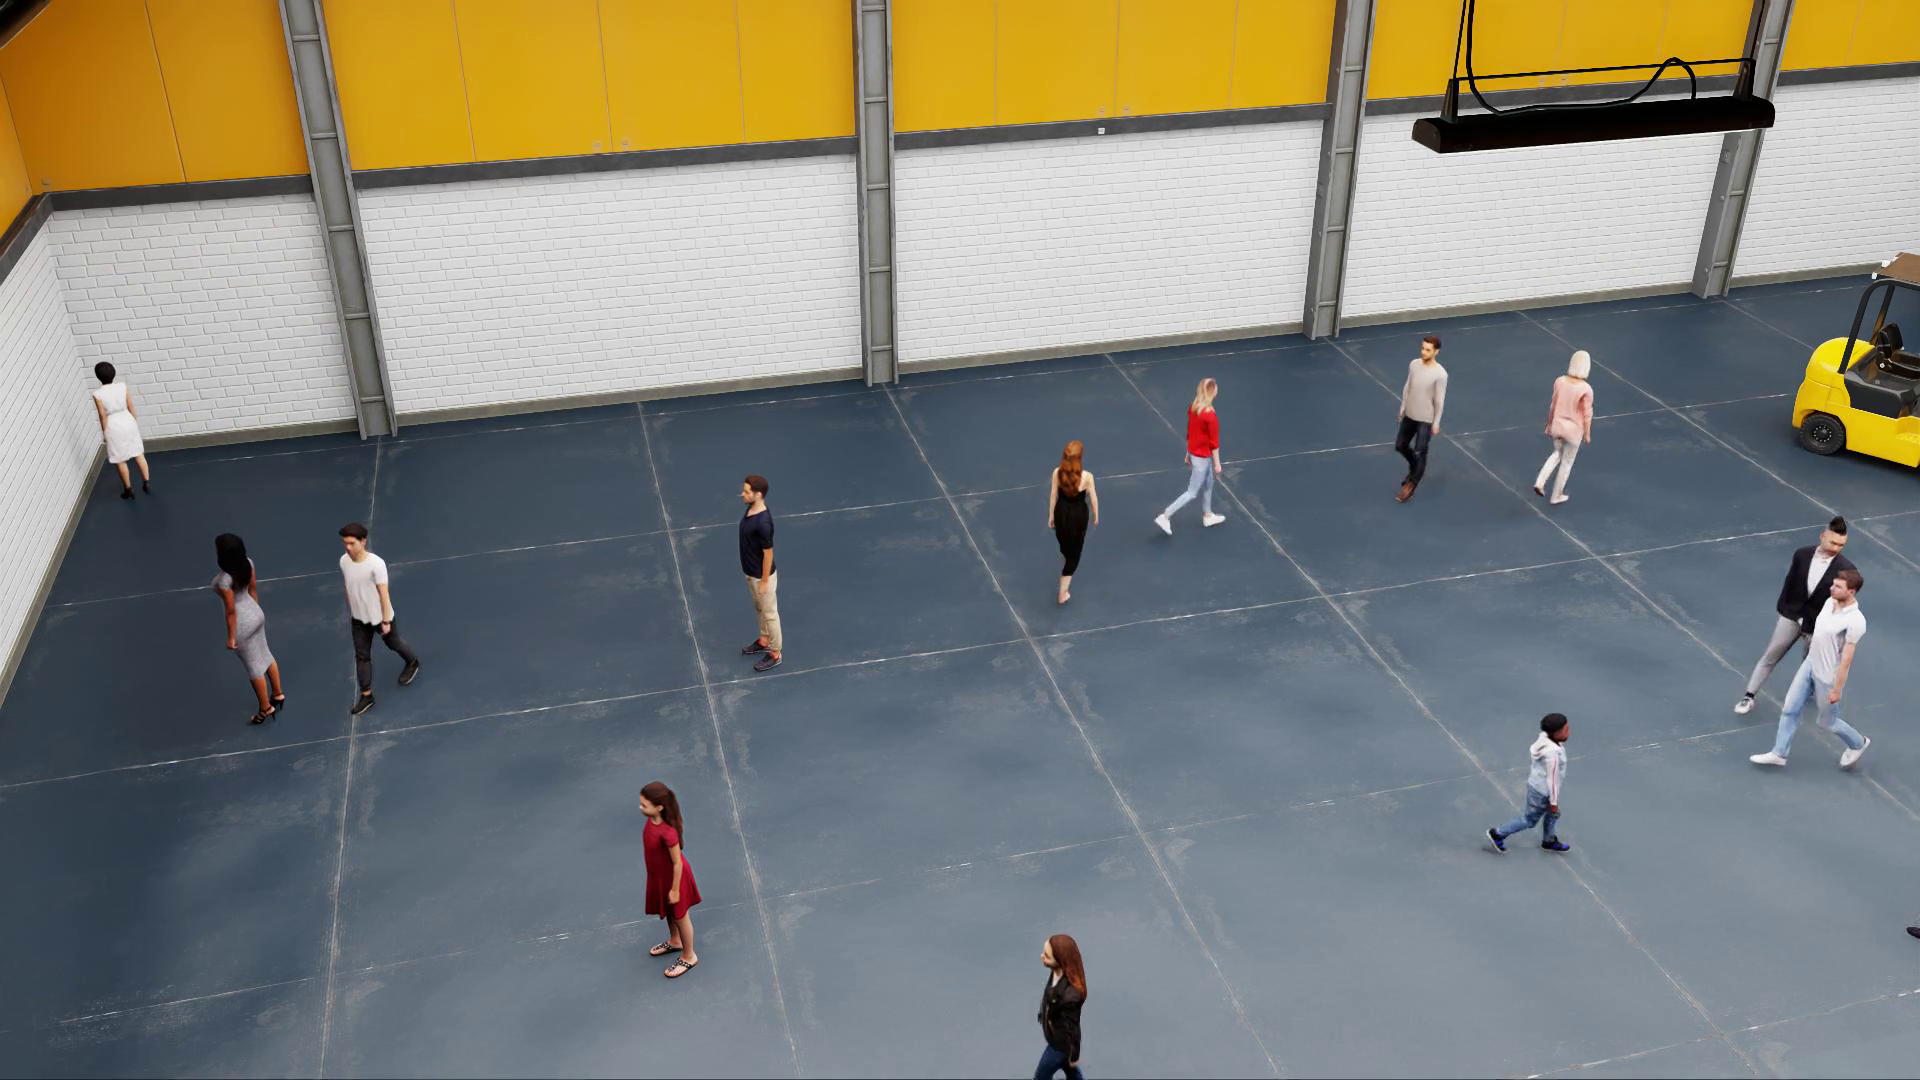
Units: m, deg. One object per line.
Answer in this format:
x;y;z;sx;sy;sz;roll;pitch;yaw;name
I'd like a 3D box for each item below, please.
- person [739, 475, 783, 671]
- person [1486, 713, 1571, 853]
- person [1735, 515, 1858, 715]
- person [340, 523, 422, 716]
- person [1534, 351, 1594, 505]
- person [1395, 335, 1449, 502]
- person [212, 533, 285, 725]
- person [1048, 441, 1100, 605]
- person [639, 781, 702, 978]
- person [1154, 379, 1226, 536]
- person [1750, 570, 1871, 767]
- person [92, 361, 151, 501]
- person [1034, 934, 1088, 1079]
-1.761;0.263;14.715;0.577;1.859;0.666;-12;31;-22;person
4.316;1.844;12.460;0.914;1.243;0.742;8;30;14;person
7.218;0.633;13.981;1.284;1.913;1.037;-18;33;-29;person
-4.987;0.595;14.285;1.108;1.688;1.055;9;30;16;person
6.312;-1.141;17.443;0.782;1.713;0.722;-17;33;-28;person
4.922;-1.320;17.613;0.897;1.863;0.828;-21;35;-34;person
-5.969;0.730;13.941;0.657;1.781;0.660;5;29;10;person
1.028;-0.139;15.743;1.083;1.581;1.037;9;30;17;person
-1.988;2.275;11.346;0.685;1.552;0.626;-18;33;-29;person
2.375;-0.806;16.864;1.093;1.679;0.666;-9;30;-17;person
6.981;1.078;13.259;1.177;1.823;0.803;-2;29;-3;person
-8.917;-1.173;17.664;0.702;1.556;0.628;19;34;30;person
0.690;2.988;10.129;0.730;1.467;0.640;-3;29;-6;person
